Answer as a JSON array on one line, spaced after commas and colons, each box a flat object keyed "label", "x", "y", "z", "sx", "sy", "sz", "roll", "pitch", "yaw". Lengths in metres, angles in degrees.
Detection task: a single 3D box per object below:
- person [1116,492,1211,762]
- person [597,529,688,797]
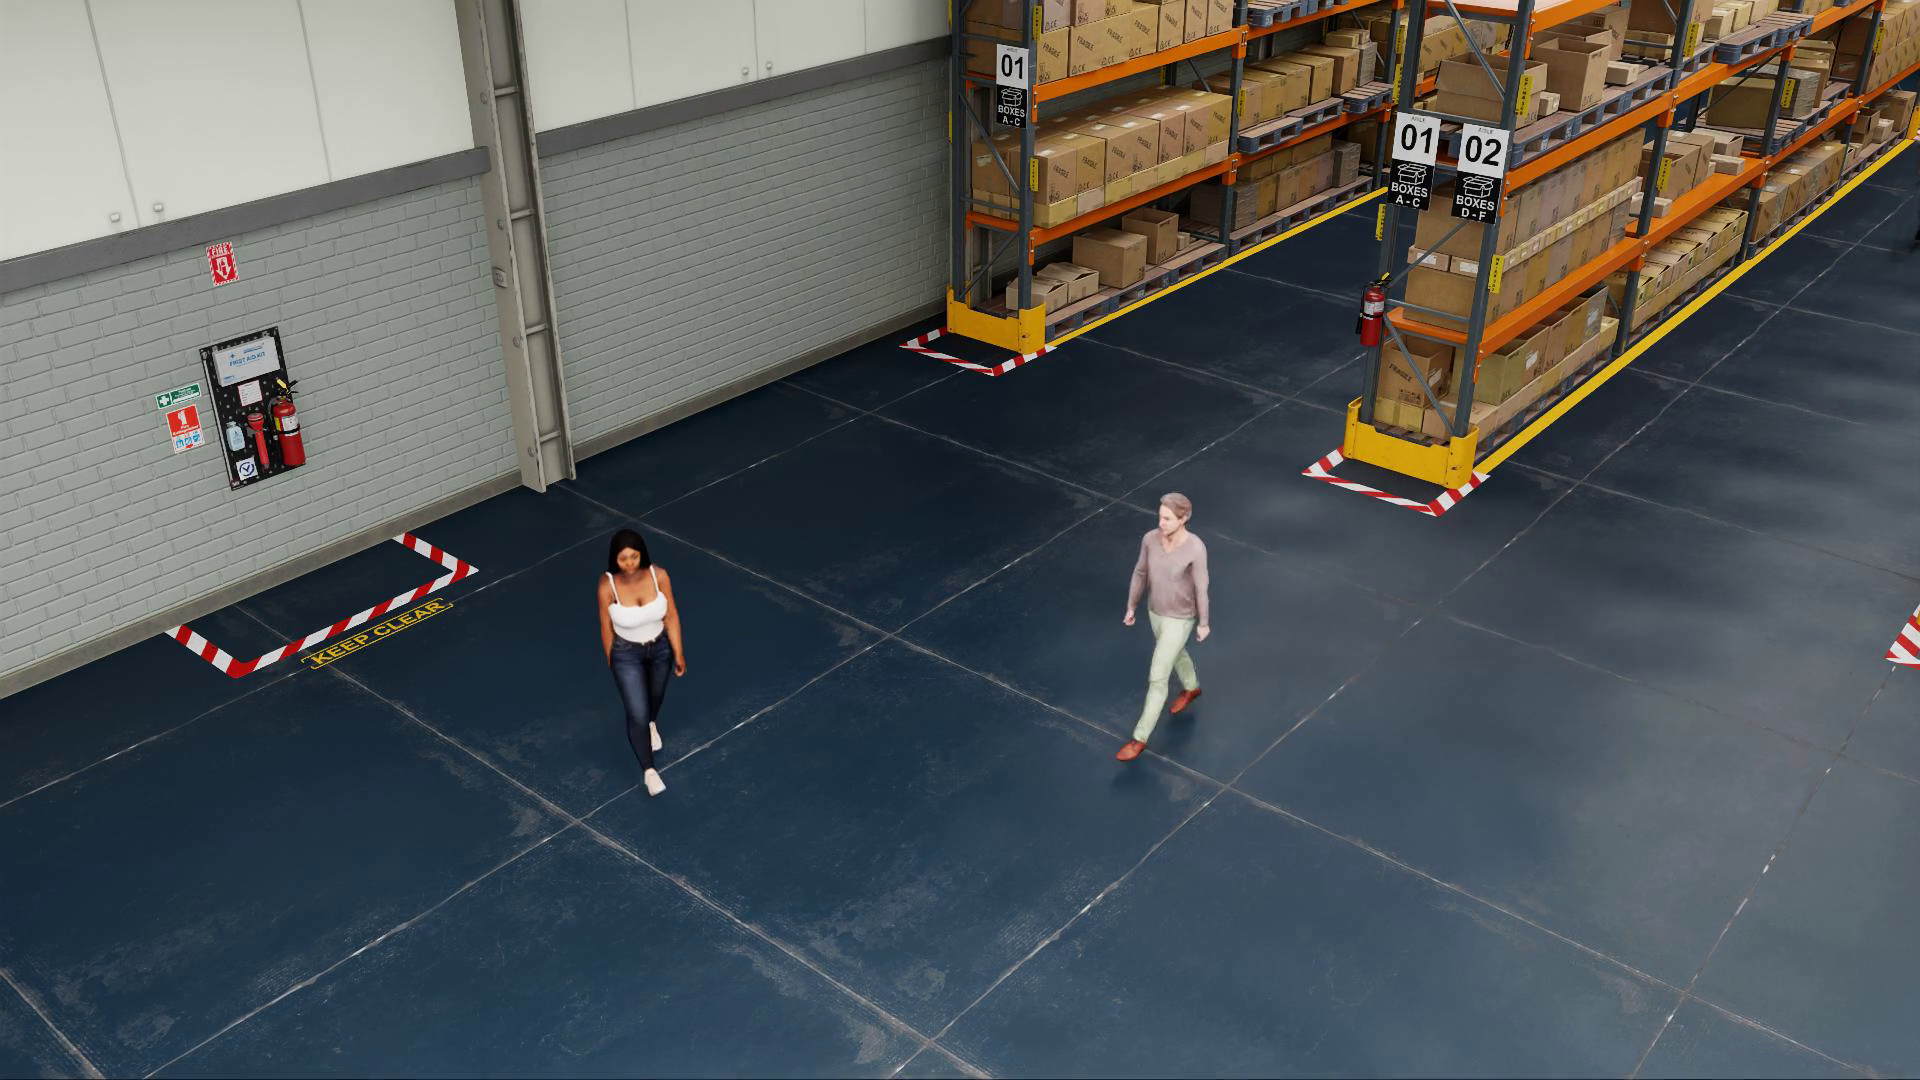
[{"label": "person", "x": 1.468, "y": 0.501, "z": 11.187, "sx": 1.290, "sy": 1.828, "sz": 0.767, "roll": -24, "pitch": 37, "yaw": -38}, {"label": "person", "x": -2.092, "y": 0.707, "z": 10.873, "sx": 1.171, "sy": 1.760, "sz": 1.014, "roll": -13, "pitch": 31, "yaw": -22}]
